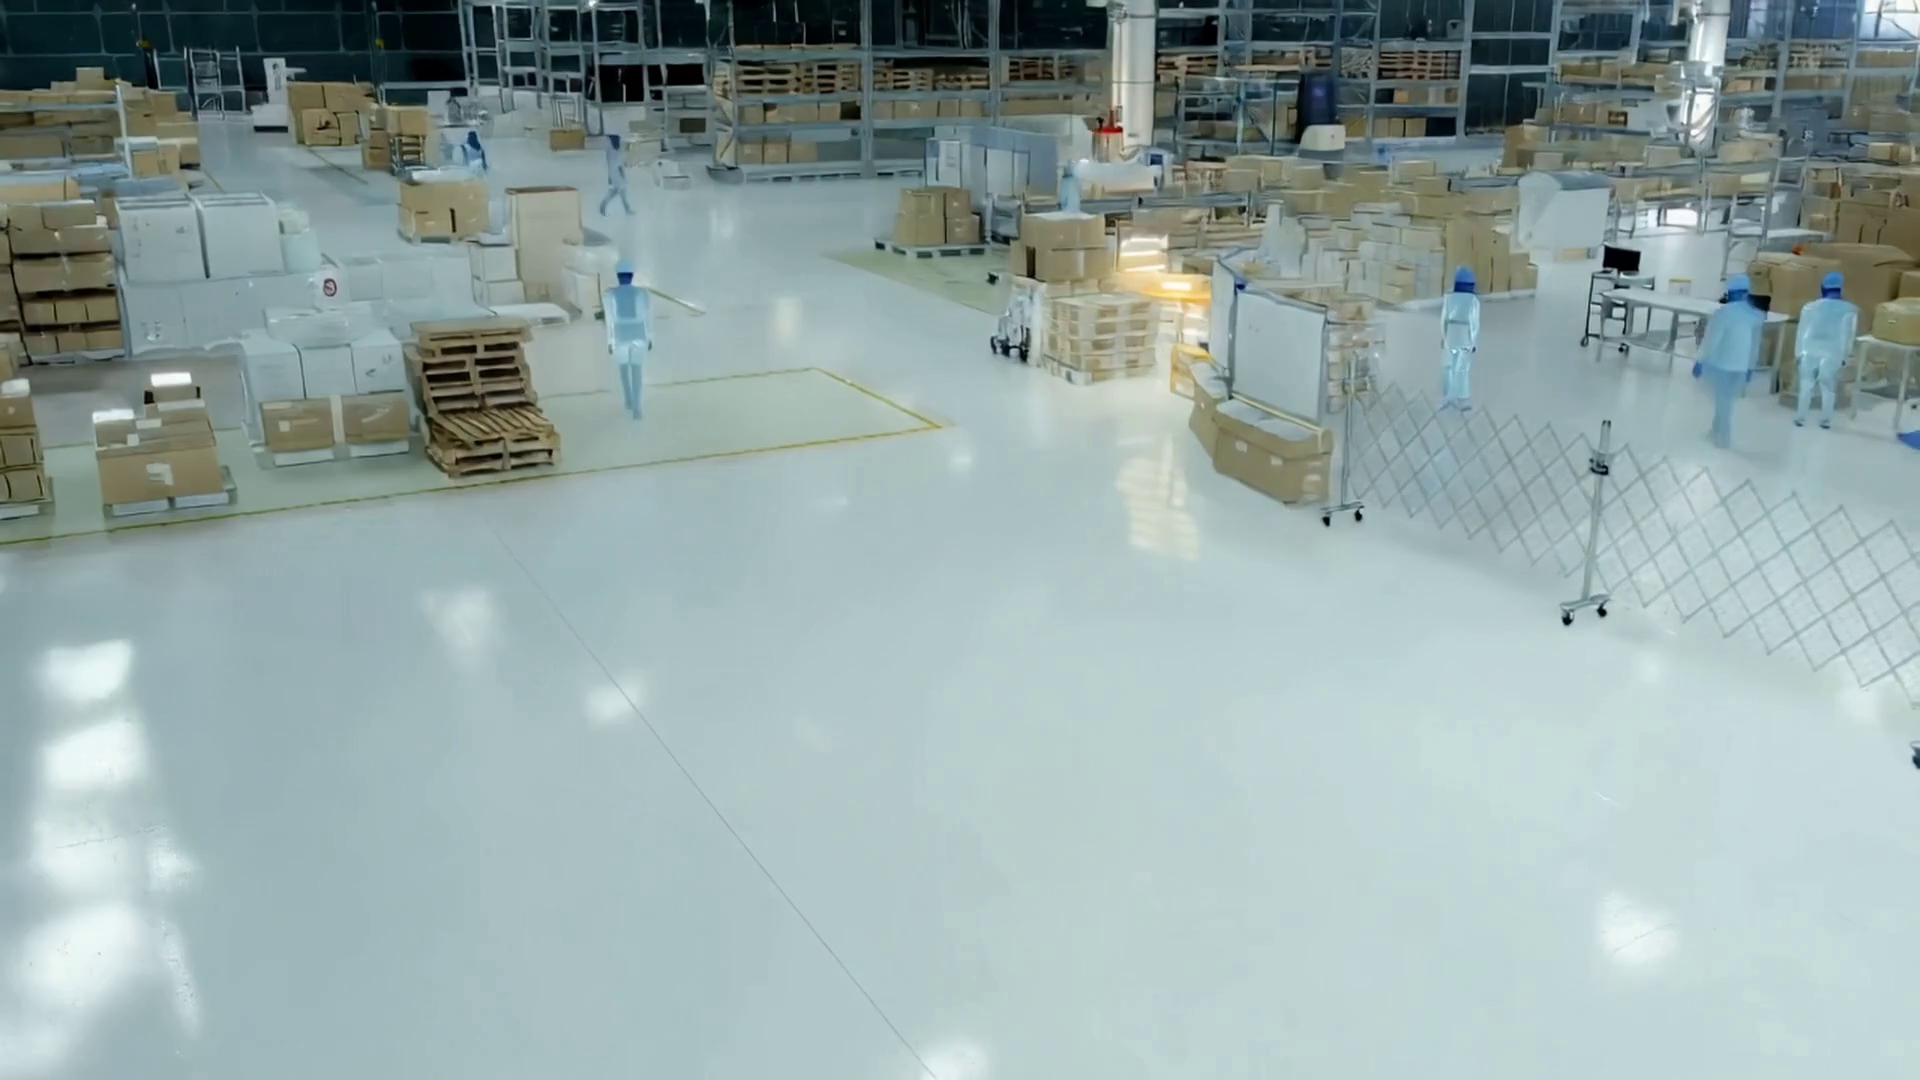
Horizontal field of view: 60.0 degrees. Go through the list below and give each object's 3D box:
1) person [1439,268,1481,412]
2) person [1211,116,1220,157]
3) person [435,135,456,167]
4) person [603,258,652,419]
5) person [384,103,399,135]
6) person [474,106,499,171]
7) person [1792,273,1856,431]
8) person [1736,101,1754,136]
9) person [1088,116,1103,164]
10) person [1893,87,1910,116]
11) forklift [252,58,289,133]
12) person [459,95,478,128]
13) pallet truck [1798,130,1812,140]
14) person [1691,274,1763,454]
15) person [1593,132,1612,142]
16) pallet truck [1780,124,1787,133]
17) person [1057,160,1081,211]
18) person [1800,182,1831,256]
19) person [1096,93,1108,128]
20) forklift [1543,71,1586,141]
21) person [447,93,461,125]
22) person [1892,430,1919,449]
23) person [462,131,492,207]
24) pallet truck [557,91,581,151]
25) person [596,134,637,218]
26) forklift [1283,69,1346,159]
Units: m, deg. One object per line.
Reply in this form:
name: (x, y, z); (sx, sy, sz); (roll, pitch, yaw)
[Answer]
person: (6.085, -2.430, 20.243); (0.484, 1.744, 0.297); (13, 22, 36)
person: (7.304, -11.310, 47.892); (0.327, 1.765, 0.528); (13, 22, 35)
person: (-13.359, -9.710, 43.175); (0.857, 1.589, 0.534); (12, 21, 32)
person: (-3.999, -2.458, 20.109); (0.553, 1.879, 1.035); (-2, 18, -6)
person: (-19.184, -13.963, 56.364); (0.738, 1.650, 0.540); (7, 19, 20)
person: (-14.197, -12.070, 50.054); (1.050, 1.881, 0.635); (15, 23, 38)
person: (10.028, -2.188, 19.344); (0.596, 1.831, 0.403); (5, 19, 16)
person: (25.783, -13.534, 54.799); (0.945, 1.777, 0.625); (-13, 22, -35)
person: (3.568, -10.077, 43.614); (0.420, 2.032, 0.632); (-5, 18, -16)
person: (37.138, -17.017, 65.744); (0.790, 1.734, 0.528); (-8, 19, -24)
forklift: (-26.855, -17.520, 65.455); (1.129, 2.768, 1.873); (10, 20, 28)
person: (-16.657, -14.194, 56.694); (0.721, 1.885, 0.472); (-4, 18, -13)
pallet truck: (25.526, -11.556, 49.408); (1.630, 1.274, 0.653); (-9, 20, -26)
person: (8.469, -1.986, 18.512); (0.617, 1.963, 0.871); (-4, 18, -12)
person: (21.015, -13.368, 54.148); (0.991, 1.856, 0.673); (-5, 18, -16)
pallet truck: (25.206, -12.542, 52.601); (1.601, 1.201, 0.680); (0, 18, -2)
person: (2.215, -6.590, 32.997); (0.822, 1.883, 0.650); (-7, 19, -21)
person: (16.211, -5.956, 31.437); (0.508, 1.613, 0.518); (-2, 18, -6)
person: (5.080, -15.292, 60.061); (0.557, 1.921, 0.586); (-10, 20, -29)
forklift: (18.685, -13.231, 52.085); (1.873, 2.768, 1.129); (-9, 20, -26)
person: (-19.104, -16.014, 62.740); (0.579, 1.645, 0.881); (1, 18, 2)
person: (11.026, -1.923, 18.475); (0.969, 1.864, 0.600); (2, 18, 7)
person: (-11.728, -8.990, 40.473); (0.960, 1.871, 0.608); (12, 21, 33)
pallet truck: (-13.495, -14.412, 57.188); (0.823, 1.965, 1.885); (-3, 18, -9)
person: (-8.118, -8.528, 38.983); (1.002, 1.930, 0.617); (-10, 20, -28)
forklift: (11.615, -13.871, 54.079); (1.129, 2.768, 1.873); (-9, 20, -27)
